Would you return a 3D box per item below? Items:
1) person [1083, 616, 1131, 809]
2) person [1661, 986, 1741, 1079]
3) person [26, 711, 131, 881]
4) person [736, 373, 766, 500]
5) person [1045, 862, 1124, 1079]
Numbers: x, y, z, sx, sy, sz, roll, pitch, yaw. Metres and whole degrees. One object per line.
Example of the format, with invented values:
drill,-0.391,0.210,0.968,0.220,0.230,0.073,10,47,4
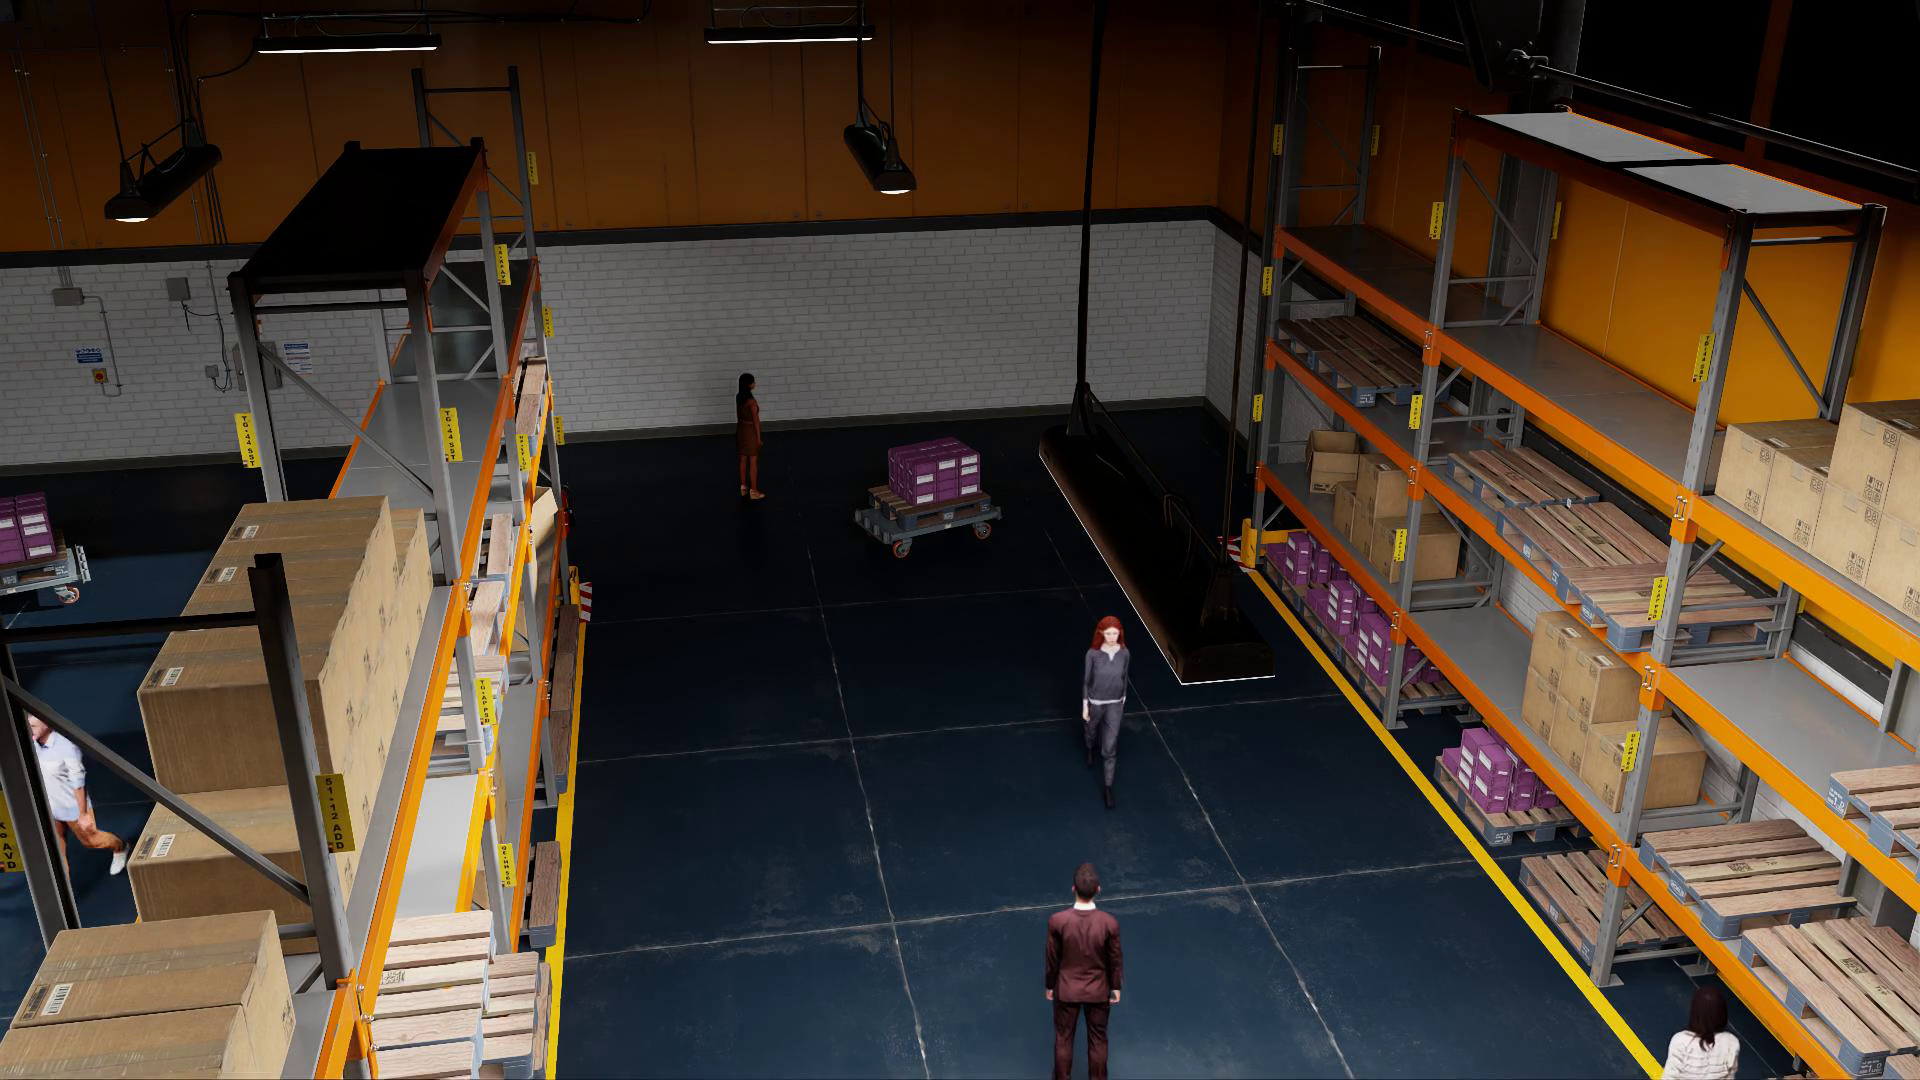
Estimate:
person,1.287,1.472,15.148,0.722,1.741,1.222,0,24,0
person,4.652,3.541,10.550,0.650,1.634,0.597,0,24,0
person,-7.253,2.121,13.596,0.956,1.796,1.246,4,24,9
person,-2.757,-1.364,21.702,0.704,1.688,0.604,-20,30,-38
person,0.838,3.048,11.391,0.736,1.863,0.661,1,24,3
